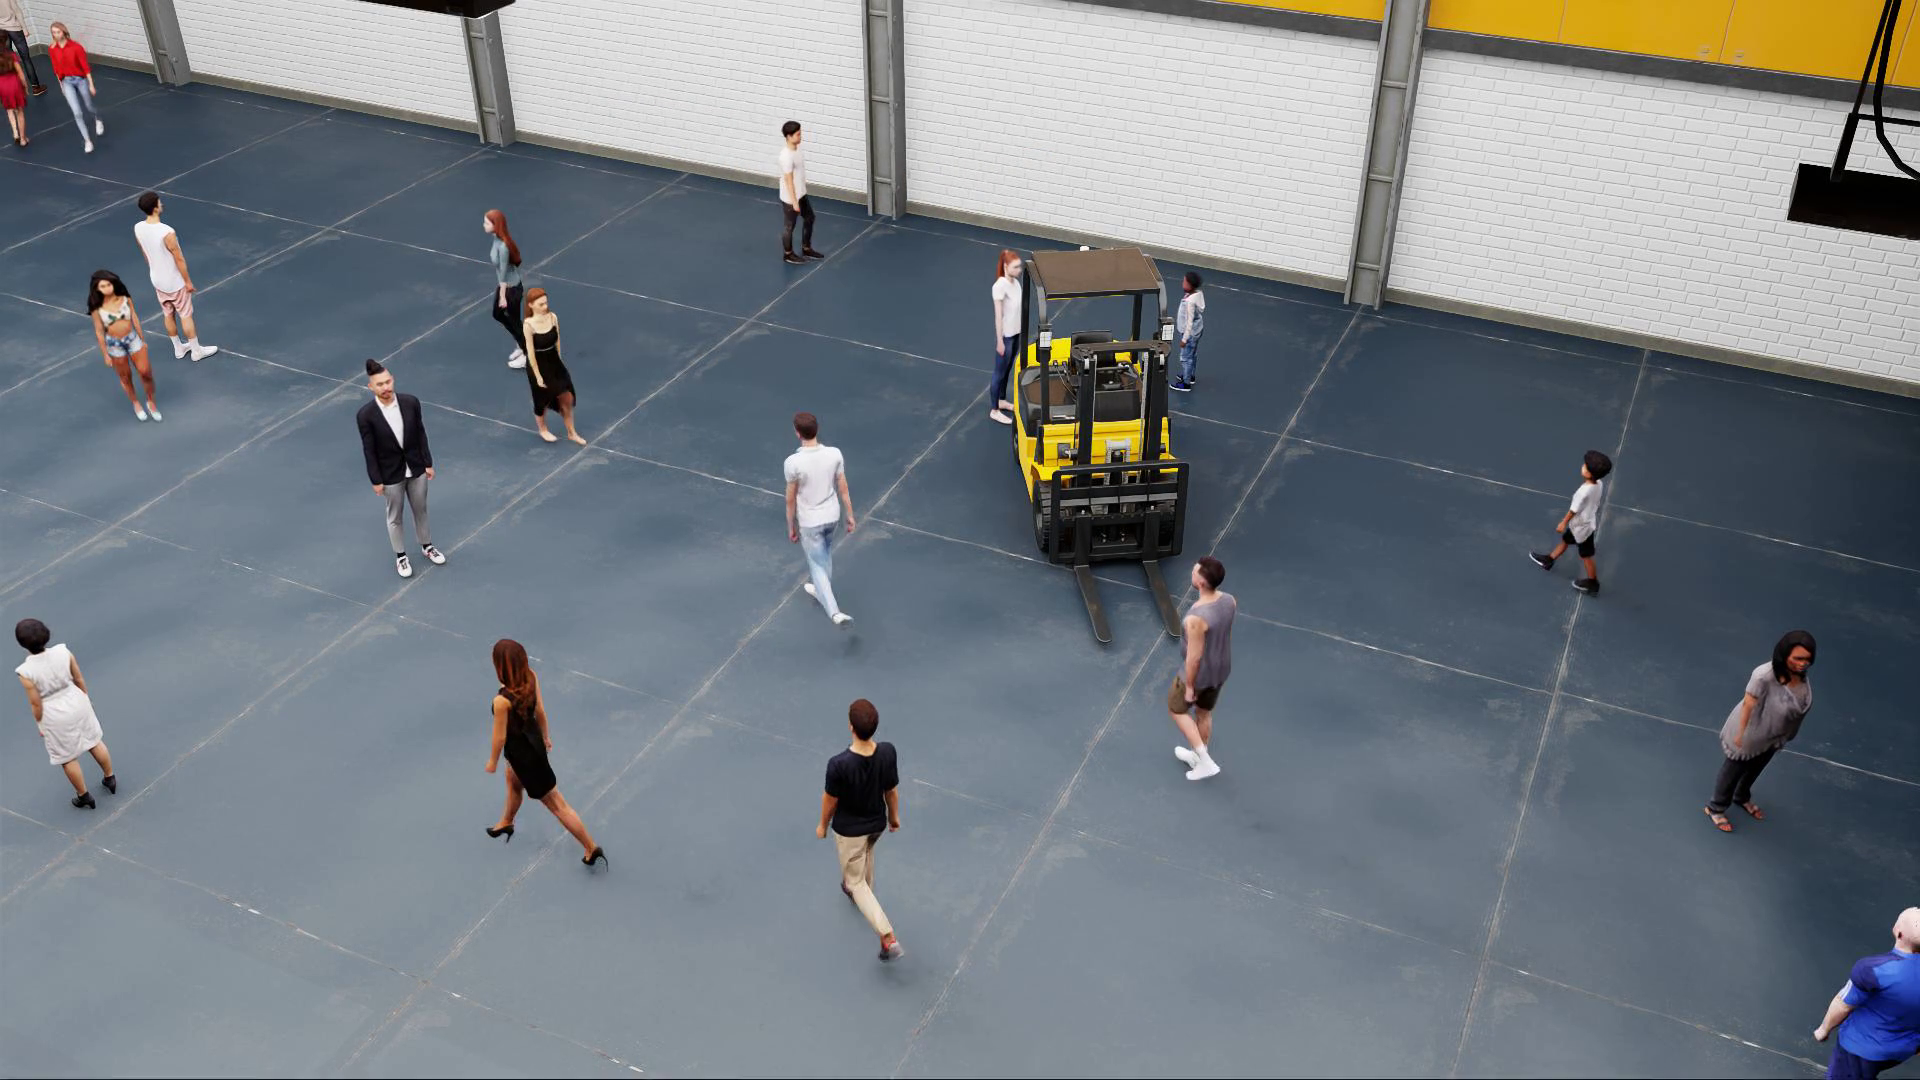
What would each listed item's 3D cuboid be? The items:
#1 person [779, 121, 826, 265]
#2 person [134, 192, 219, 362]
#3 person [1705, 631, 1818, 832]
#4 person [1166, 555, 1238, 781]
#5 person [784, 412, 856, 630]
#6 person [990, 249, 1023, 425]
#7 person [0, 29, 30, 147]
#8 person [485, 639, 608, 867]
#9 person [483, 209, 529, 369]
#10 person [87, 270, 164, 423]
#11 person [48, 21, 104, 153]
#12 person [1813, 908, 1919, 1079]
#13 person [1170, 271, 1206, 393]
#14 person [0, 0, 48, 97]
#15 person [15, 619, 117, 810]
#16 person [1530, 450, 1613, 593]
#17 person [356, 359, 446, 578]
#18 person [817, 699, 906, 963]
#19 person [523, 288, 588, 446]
[{"bbox_3d":[-1.981,-3.991,19.077,0.751,1.711,0.721,9,35,13],"label":"person"},{"bbox_3d":[-8.119,-2.687,17.046,0.510,1.788,0.694,13,36,19],"label":"person"},{"bbox_3d":[5.447,1.250,11.286,0.779,1.608,0.834,-14,36,-20],"label":"person"},{"bbox_3d":[1.748,0.935,11.526,0.777,1.832,0.869,-27,42,-34],"label":"person"},{"bbox_3d":[-1.073,-0.101,13.134,1.077,1.812,1.235,-16,37,-22],"label":"person"},{"bbox_3d":[0.446,-1.977,16.023,0.501,1.737,0.557,14,36,20],"label":"person"},{"bbox_3d":[-12.750,-6.040,22.319,0.719,1.536,0.779,-11,35,-15],"label":"person"},{"bbox_3d":[-2.725,1.460,10.813,1.191,1.782,0.687,10,35,14],"label":"person"},{"bbox_3d":[-4.494,-2.546,16.886,0.777,1.731,0.722,-10,35,-14],"label":"person"},{"bbox_3d":[-8.054,-1.875,15.982,0.699,1.614,0.743,-26,41,-33],"label":"person"},{"bbox_3d":[-11.825,-6.112,22.297,1.083,1.679,1.081,-8,34,-11],"label":"person"},{"bbox_3d":[4.929,2.724,8.872,0.861,1.825,0.929,-4,34,-6],"label":"person"},{"bbox_3d":[2.303,-2.104,16.646,0.476,1.260,0.479,15,36,21],"label":"person"},{"bbox_3d":[-13.716,-7.349,23.988,0.698,1.867,0.802,-4,34,-6],"label":"person"},{"bbox_3d":[-6.161,1.187,11.429,0.547,1.554,0.582,19,38,26],"label":"person"},{"bbox_3d":[5.182,-0.122,13.696,0.925,1.225,0.655,27,42,34],"label":"person"},{"bbox_3d":[-4.658,-0.628,13.803,0.792,1.950,0.772,-24,40,-31],"label":"person"},{"bbox_3d":[-0.571,1.812,10.244,0.988,1.825,1.215,-23,40,-30],"label":"person"},{"bbox_3d":[-3.965,-1.643,15.646,0.872,1.599,0.712,29,43,36],"label":"person"}]
